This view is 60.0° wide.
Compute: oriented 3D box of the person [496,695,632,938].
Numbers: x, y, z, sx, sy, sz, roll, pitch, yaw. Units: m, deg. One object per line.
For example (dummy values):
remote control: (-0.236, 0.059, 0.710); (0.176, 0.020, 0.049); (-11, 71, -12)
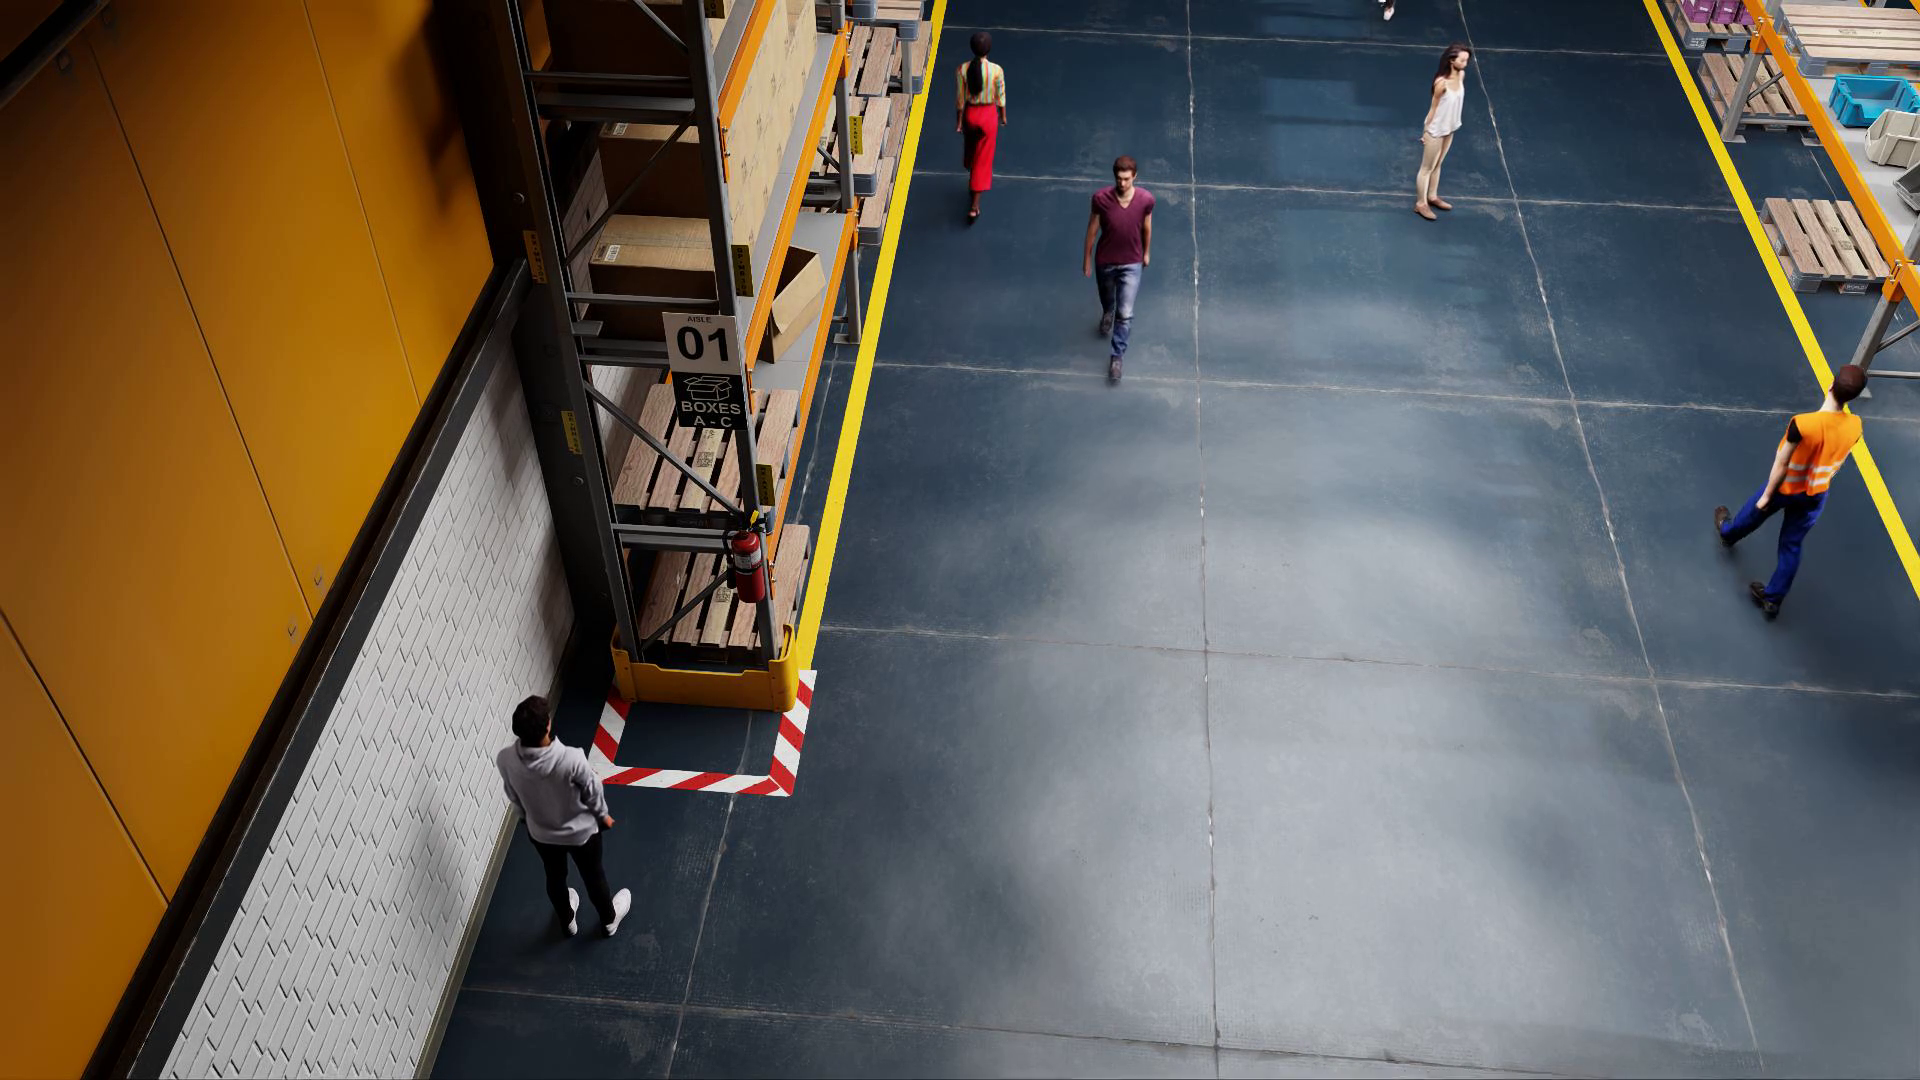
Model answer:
person: (-2.197, 1.558, 9.170); (0.681, 1.930, 0.591); (1, 44, 1)

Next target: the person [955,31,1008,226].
person: (0.157, -3.607, 14.707); (0.655, 1.770, 0.897); (9, 44, 9)

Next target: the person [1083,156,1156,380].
person: (1.267, -2.295, 13.305); (0.709, 1.804, 1.171); (6, 44, 6)

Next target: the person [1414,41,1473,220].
person: (4.285, -3.696, 14.885); (0.725, 1.653, 0.664); (-4, 44, -5)

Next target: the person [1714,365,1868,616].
person: (5.666, -0.282, 11.169); (0.799, 1.836, 1.222); (-3, 44, -3)
